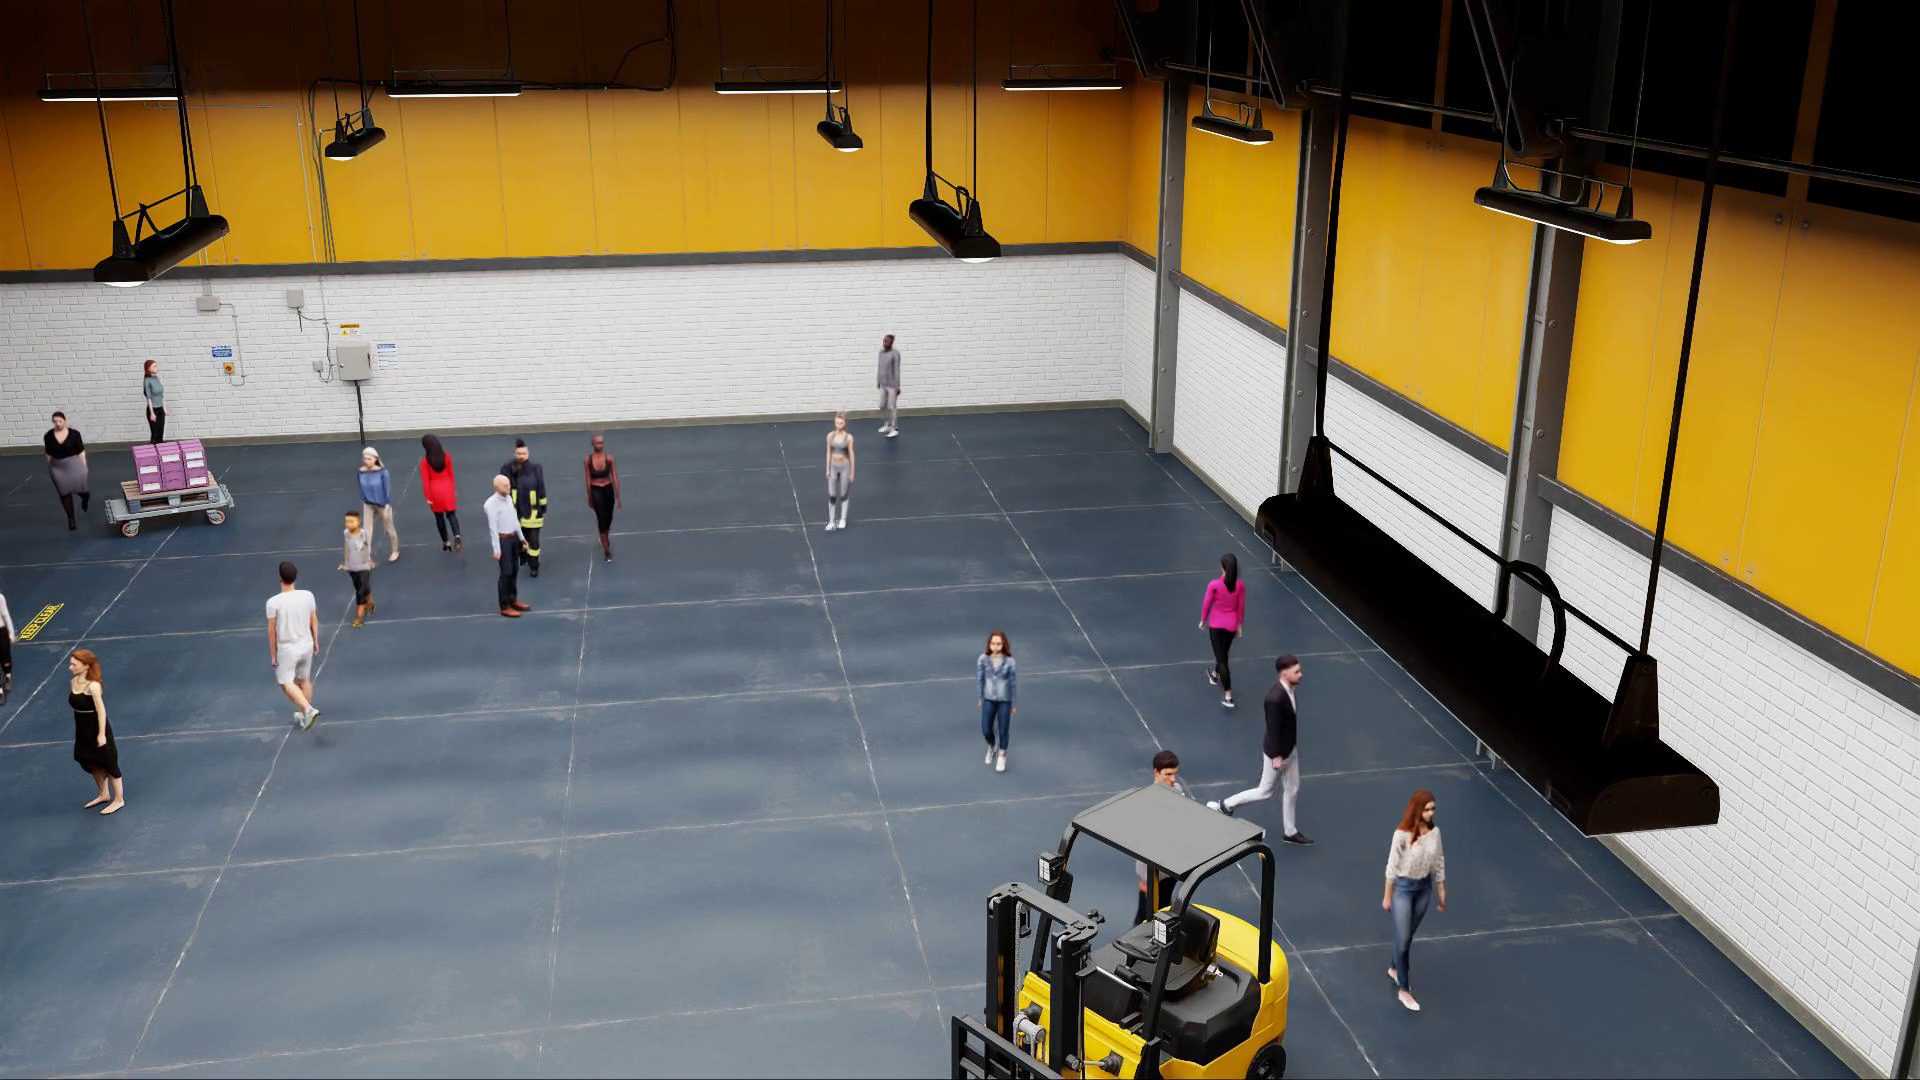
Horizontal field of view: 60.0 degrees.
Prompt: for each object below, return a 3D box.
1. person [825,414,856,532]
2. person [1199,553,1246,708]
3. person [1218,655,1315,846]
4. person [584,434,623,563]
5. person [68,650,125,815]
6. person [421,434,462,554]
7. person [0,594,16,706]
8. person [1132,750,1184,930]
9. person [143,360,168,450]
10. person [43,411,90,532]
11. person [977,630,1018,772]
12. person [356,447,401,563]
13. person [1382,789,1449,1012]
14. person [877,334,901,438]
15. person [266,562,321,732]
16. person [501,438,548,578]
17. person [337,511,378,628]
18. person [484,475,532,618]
[{"bbox_3d":[-1.699,-1.002,23.898,0.751,1.694,0.864,4,19,11],"label":"person"},{"bbox_3d":[2.882,1.001,18.016,0.611,1.652,1.113,-4,19,-12],"label":"person"},{"bbox_3d":[2.800,1.901,15.080,1.160,1.820,1.144,10,21,28],"label":"person"},{"bbox_3d":[-4.875,-0.621,22.723,0.721,1.720,1.226,-6,20,-18],"label":"person"},{"bbox_3d":[-8.171,1.794,15.704,0.681,1.624,0.736,11,22,30],"label":"person"},{"bbox_3d":[-7.005,-0.576,22.593,0.892,1.720,1.063,-13,23,-34],"label":"person"},{"bbox_3d":[-10.579,1.032,18.202,0.705,1.474,0.897,-9,21,-26],"label":"person"},{"bbox_3d":[1.544,2.534,13.043,0.885,1.920,0.830,13,23,34],"label":"person"},{"bbox_3d":[-13.053,-2.069,26.997,0.680,1.738,0.539,2,19,5],"label":"person"},{"bbox_3d":[-12.791,-1.020,23.877,0.708,1.740,0.914,-5,19,-16],"label":"person"},{"bbox_3d":[0.396,1.576,16.601,0.653,1.466,0.665,4,19,11],"label":"person"},{"bbox_3d":[-7.761,-0.436,22.293,0.833,1.644,1.181,2,19,6],"label":"person"},{"bbox_3d":[3.454,2.689,12.900,0.673,1.717,0.849,-6,19,-17],"label":"person"},{"bbox_3d":[-1.193,-2.661,28.658,0.920,1.800,0.832,-13,23,-34],"label":"person"},{"bbox_3d":[-6.889,1.145,17.296,1.078,1.838,0.989,16,25,40],"label":"person"},{"bbox_3d":[-5.757,-0.460,22.049,0.761,1.847,0.848,-2,19,-7],"label":"person"},{"bbox_3d":[-7.423,0.265,20.568,0.715,1.418,1.049,0,19,1],"label":"person"},{"bbox_3d":[-5.652,0.044,20.652,0.826,1.782,0.717,5,19,15],"label":"person"}]
